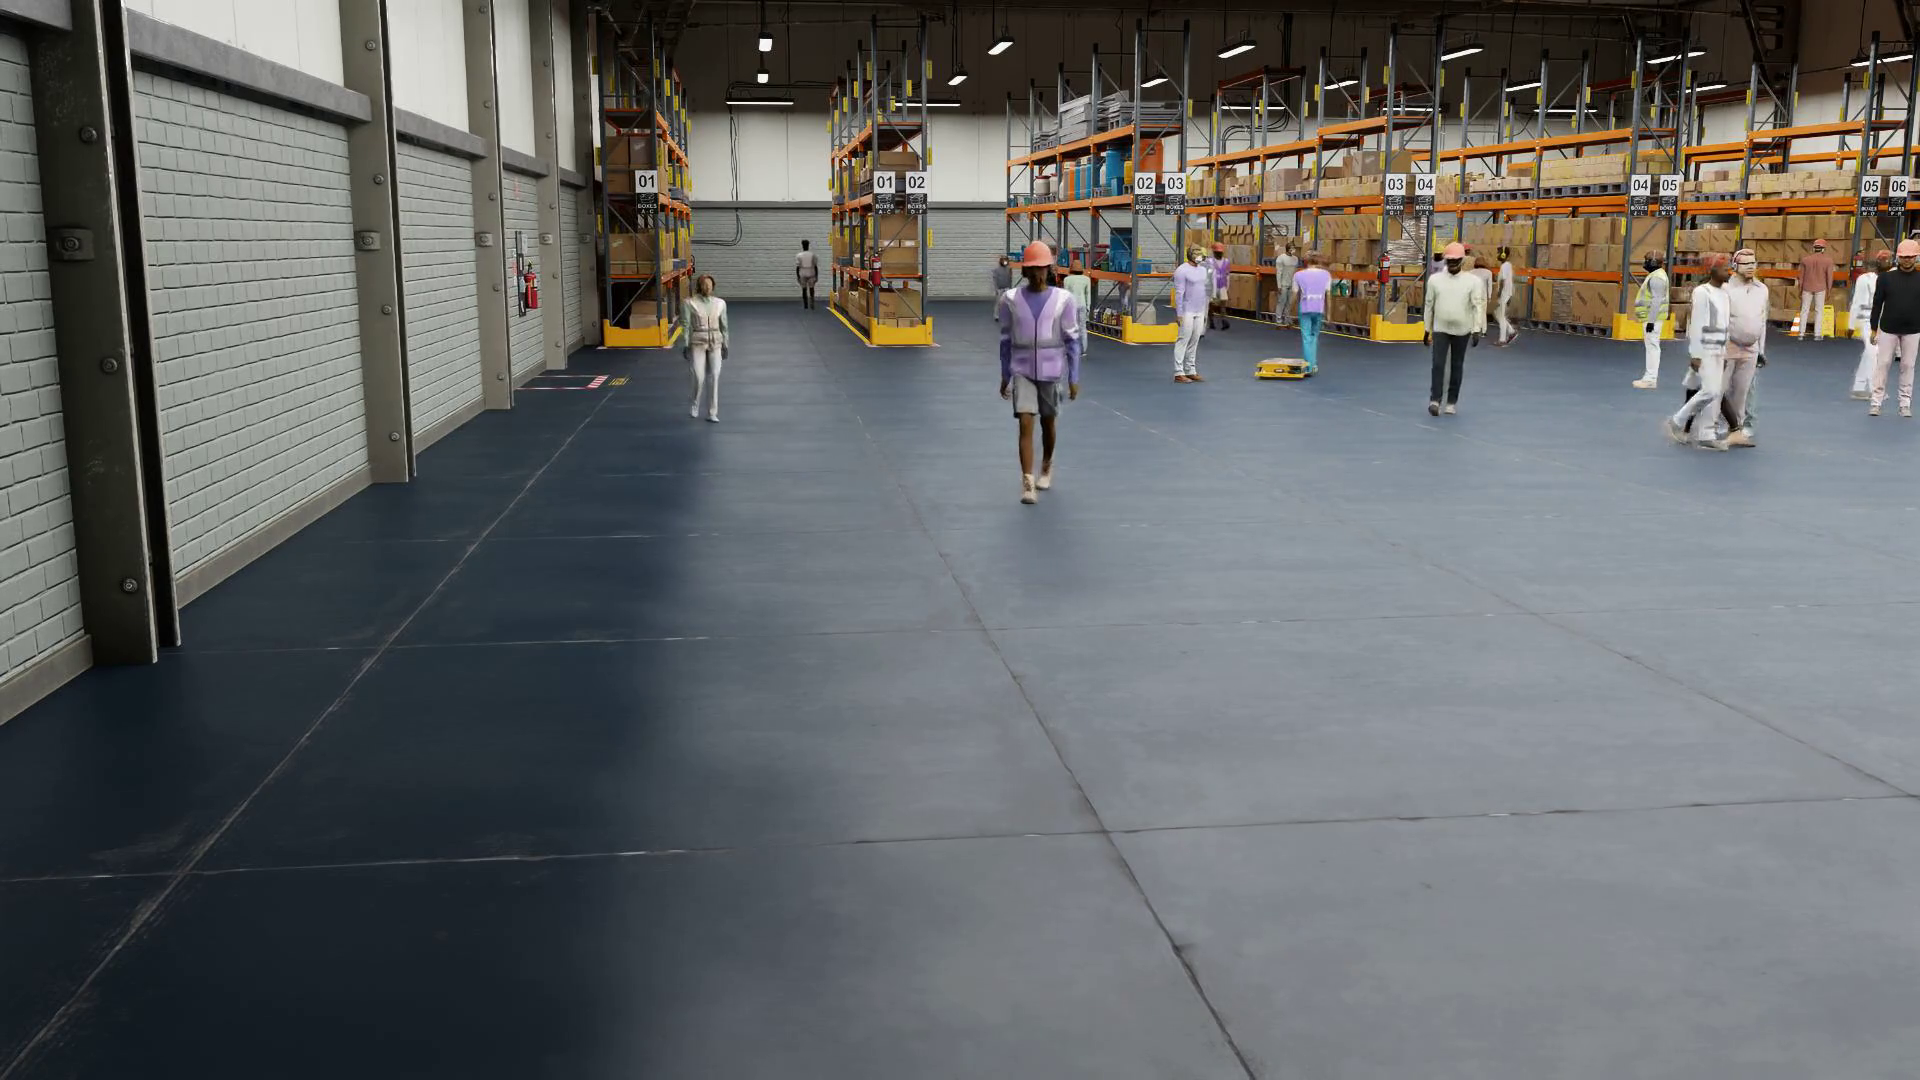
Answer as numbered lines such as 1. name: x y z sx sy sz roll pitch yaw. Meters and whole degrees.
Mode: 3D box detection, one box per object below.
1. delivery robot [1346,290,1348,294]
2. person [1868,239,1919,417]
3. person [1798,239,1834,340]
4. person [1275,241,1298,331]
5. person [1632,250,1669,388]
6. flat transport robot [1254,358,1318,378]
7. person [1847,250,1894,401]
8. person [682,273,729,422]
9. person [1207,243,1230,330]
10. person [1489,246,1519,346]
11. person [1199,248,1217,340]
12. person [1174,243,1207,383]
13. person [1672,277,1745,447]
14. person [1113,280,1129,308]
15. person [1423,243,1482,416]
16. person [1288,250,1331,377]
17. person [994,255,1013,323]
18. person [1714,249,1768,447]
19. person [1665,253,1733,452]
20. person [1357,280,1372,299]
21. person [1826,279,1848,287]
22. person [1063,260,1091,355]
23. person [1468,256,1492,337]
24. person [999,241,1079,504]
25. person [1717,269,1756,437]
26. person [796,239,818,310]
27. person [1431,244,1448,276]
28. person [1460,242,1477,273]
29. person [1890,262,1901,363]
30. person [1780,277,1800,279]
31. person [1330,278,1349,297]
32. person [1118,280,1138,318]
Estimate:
1. delivery robot: 11.904 -7.364 49.781 0.707 0.478 0.477 8 13 38
2. person: 10.629 -2.385 18.791 0.621 1.992 0.397 5 11 24
3. person: 16.817 -4.915 32.694 0.610 1.986 0.401 7 13 35
4. person: 7.095 -5.500 36.051 0.629 1.933 0.360 -7 13 -34
5. person: 9.296 -2.963 22.385 0.430 1.845 0.623 5 11 23
6. flat transport robot: 4.755 -2.506 24.186 0.652 0.197 1.431 4 11 21
7. person: 11.358 -2.625 20.475 0.618 1.853 0.831 -3 11 -14
8. person: -2.778 -2.101 18.221 0.534 1.626 0.364 -6 12 -28
9. person: 5.644 -5.525 36.314 0.568 1.878 0.998 -1 10 -7
10. person: 10.059 -4.498 30.763 0.432 1.859 0.509 5 11 24
11. person: 4.803 -4.904 33.158 0.630 1.789 0.894 1 10 6
12. person: 3.215 -3.154 23.164 0.633 1.938 0.356 -10 14 -44
13. person: 7.327 -1.728 16.151 0.527 1.644 0.732 -5 11 -25
14. person: 4.266 -6.759 43.241 0.520 1.833 0.935 3 11 14
15. person: 5.556 -2.369 18.814 0.652 1.946 0.981 4 11 21
16. person: 5.066 -3.306 24.299 0.597 1.820 0.762 -2 11 -10
17. person: 1.034 -5.885 39.096 0.501 1.591 0.850 -4 11 -20
18. person: 7.486 -1.836 16.022 0.637 1.911 0.403 -2 11 -11
19. person: 7.085 -1.774 15.774 0.593 1.872 0.464 -8 13 -39
20. person: 10.619 -6.795 43.973 0.522 1.620 0.623 -7 13 -34
21. person: 19.462 -5.633 37.022 0.662 1.853 0.996 -1 10 -4
22. person: 1.993 -3.969 28.467 0.507 1.631 0.266 -3 11 -16
23. person: 10.565 -4.956 33.879 0.506 1.631 0.277 3 11 14
24. person: 0.614 -1.325 12.976 0.621 2.006 1.012 1 10 5
25. person: 7.838 -1.889 16.827 0.616 1.712 0.515 -5 11 -25
26. person: -4.234 -7.323 45.953 0.619 1.954 0.418 -2 10 -10
27. person: 9.994 -5.248 34.839 0.589 1.871 0.978 7 12 32
28. person: 11.807 -5.971 38.713 0.545 1.911 0.845 -1 10 -7
29. person: 15.107 -3.756 26.753 0.600 1.831 0.404 -1 10 -4
30. person: 20.582 -6.464 41.388 0.616 1.908 0.460 0 10 -3
31. person: 9.258 -6.256 40.666 0.535 1.762 0.328 -1 10 -5
32. person: 4.131 -6.301 40.989 0.545 1.726 0.852 -2 10 -10
